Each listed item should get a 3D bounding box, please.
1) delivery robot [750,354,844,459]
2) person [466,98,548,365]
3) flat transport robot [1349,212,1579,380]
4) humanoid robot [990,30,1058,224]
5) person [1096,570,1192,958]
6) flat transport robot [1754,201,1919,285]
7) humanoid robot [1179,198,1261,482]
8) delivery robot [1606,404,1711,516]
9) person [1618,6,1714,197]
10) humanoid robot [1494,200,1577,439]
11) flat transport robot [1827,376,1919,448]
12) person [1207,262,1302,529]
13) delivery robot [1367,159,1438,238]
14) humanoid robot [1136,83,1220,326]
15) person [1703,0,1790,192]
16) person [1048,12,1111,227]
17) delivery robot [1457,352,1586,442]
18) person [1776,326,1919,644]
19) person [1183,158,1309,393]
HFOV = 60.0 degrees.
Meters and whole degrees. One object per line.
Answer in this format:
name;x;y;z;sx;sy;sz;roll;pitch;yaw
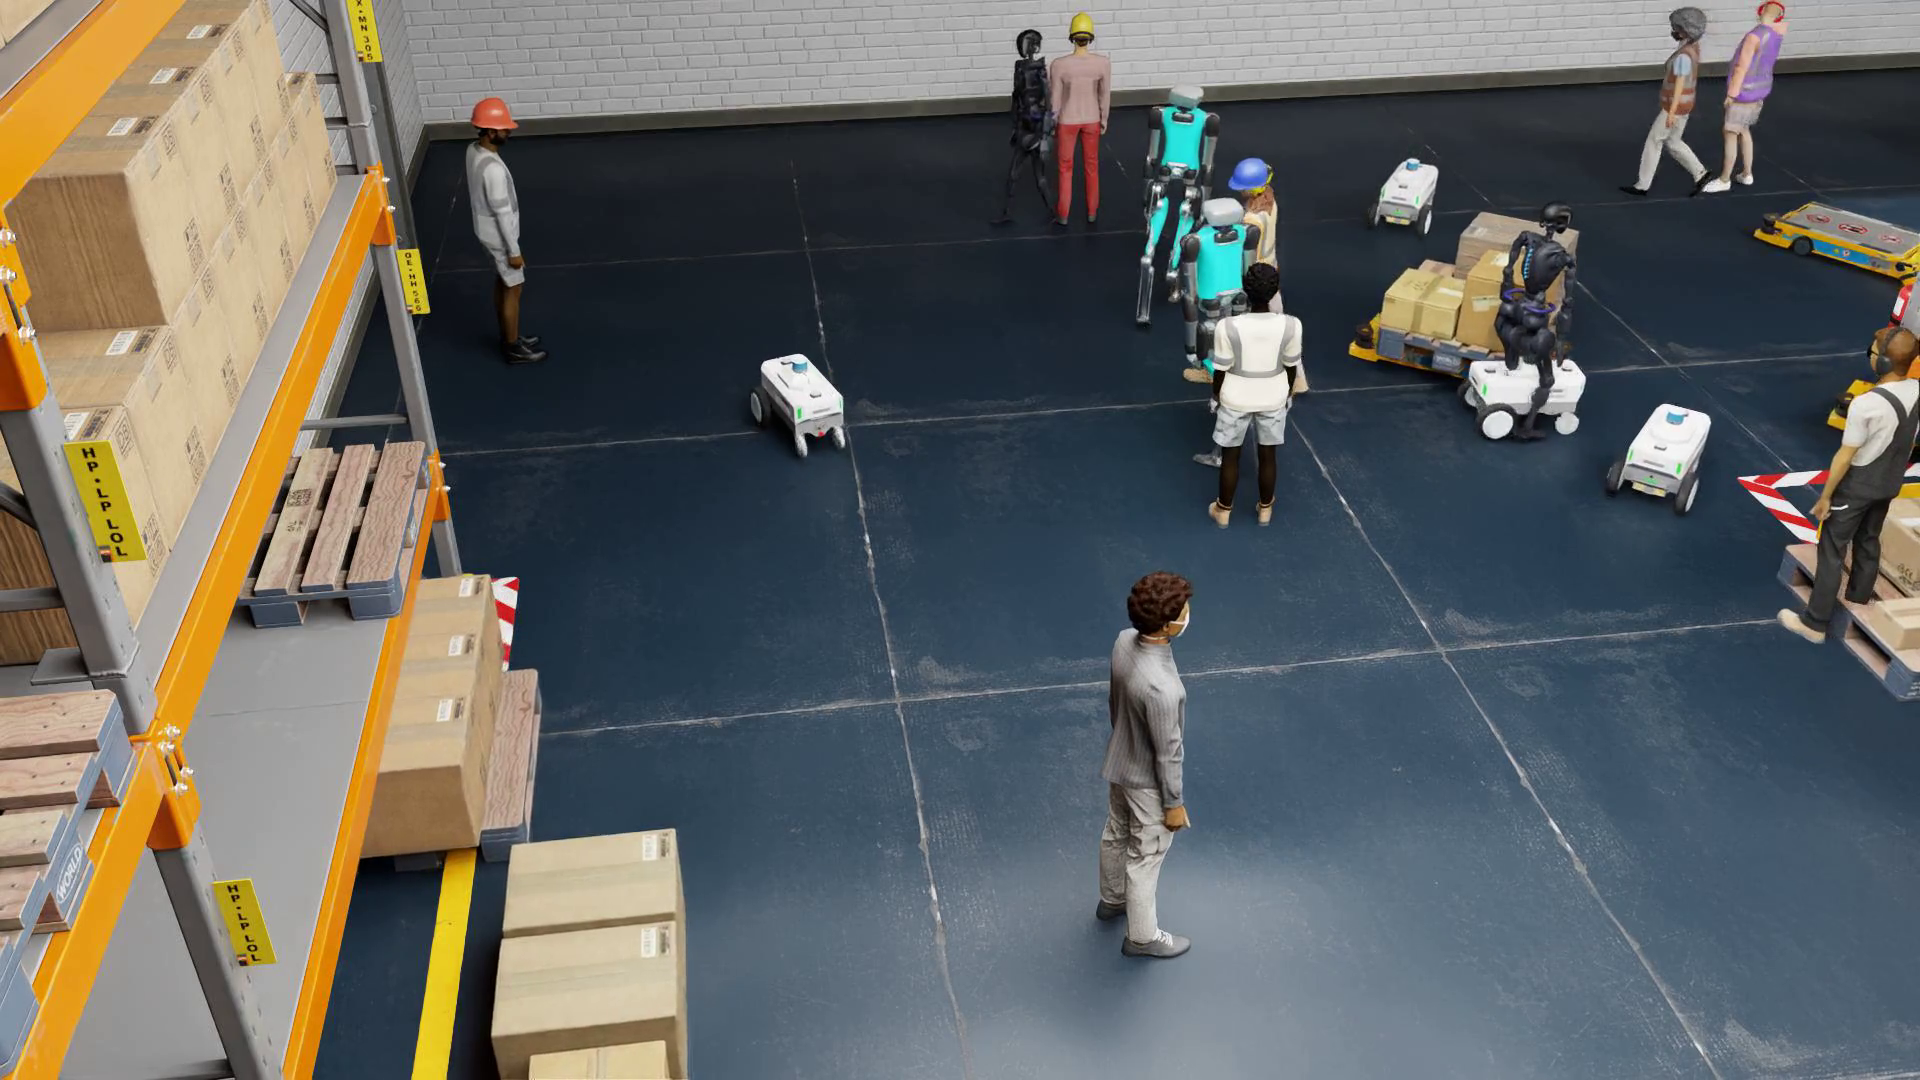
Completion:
delivery robot;-1.056;-0.933;11.037;0.499;0.613;0.816;-15;36;-22
person;-3.180;-2.140;11.623;0.387;1.923;0.550;-17;37;-24
flat transport robot;3.596;-1.363;11.941;1.431;0.231;0.659;18;37;25
humanoid robot;0.608;-3.384;13.796;0.639;1.661;0.616;-16;36;-23
person;0.764;0.951;6.906;0.395;1.898;0.528;-12;35;-17
flat transport robot;7.332;-2.416;13.555;0.659;0.231;1.431;-26;41;-34
humanoid robot;1.729;-1.149;10.275;0.590;1.780;0.870;-12;35;-18
delivery robot;4.432;-0.555;10.433;0.499;0.586;0.765;21;38;28
person;6.221;-3.721;14.280;0.674;1.657;0.502;17;37;24
humanoid robot;3.669;-1.410;10.722;0.317;1.654;0.609;-17;37;-25
flat transport robot;6.592;-0.739;10.985;1.431;0.231;0.659;24;40;31
person;1.723;-0.832;9.823;0.531;1.692;0.320;-2;33;-2
delivery robot;3.778;-2.903;14.056;0.499;0.613;0.797;15;36;22
humanoid robot;1.544;-2.387;12.224;0.539;1.783;1.036;9;34;14
person;6.867;-3.841;14.471;0.605;1.661;0.367;-26;41;-34
person;0.977;-3.481;13.816;0.533;1.767;0.312;-6;34;-9
delivery robot;3.763;-1.002;11.113;0.776;0.580;0.499;-1;33;-2
person;4.791;-0.276;8.856;0.511;1.832;0.364;-11;35;-16
person;2.029;-1.769;11.229;0.883;1.718;0.481;18;37;26
